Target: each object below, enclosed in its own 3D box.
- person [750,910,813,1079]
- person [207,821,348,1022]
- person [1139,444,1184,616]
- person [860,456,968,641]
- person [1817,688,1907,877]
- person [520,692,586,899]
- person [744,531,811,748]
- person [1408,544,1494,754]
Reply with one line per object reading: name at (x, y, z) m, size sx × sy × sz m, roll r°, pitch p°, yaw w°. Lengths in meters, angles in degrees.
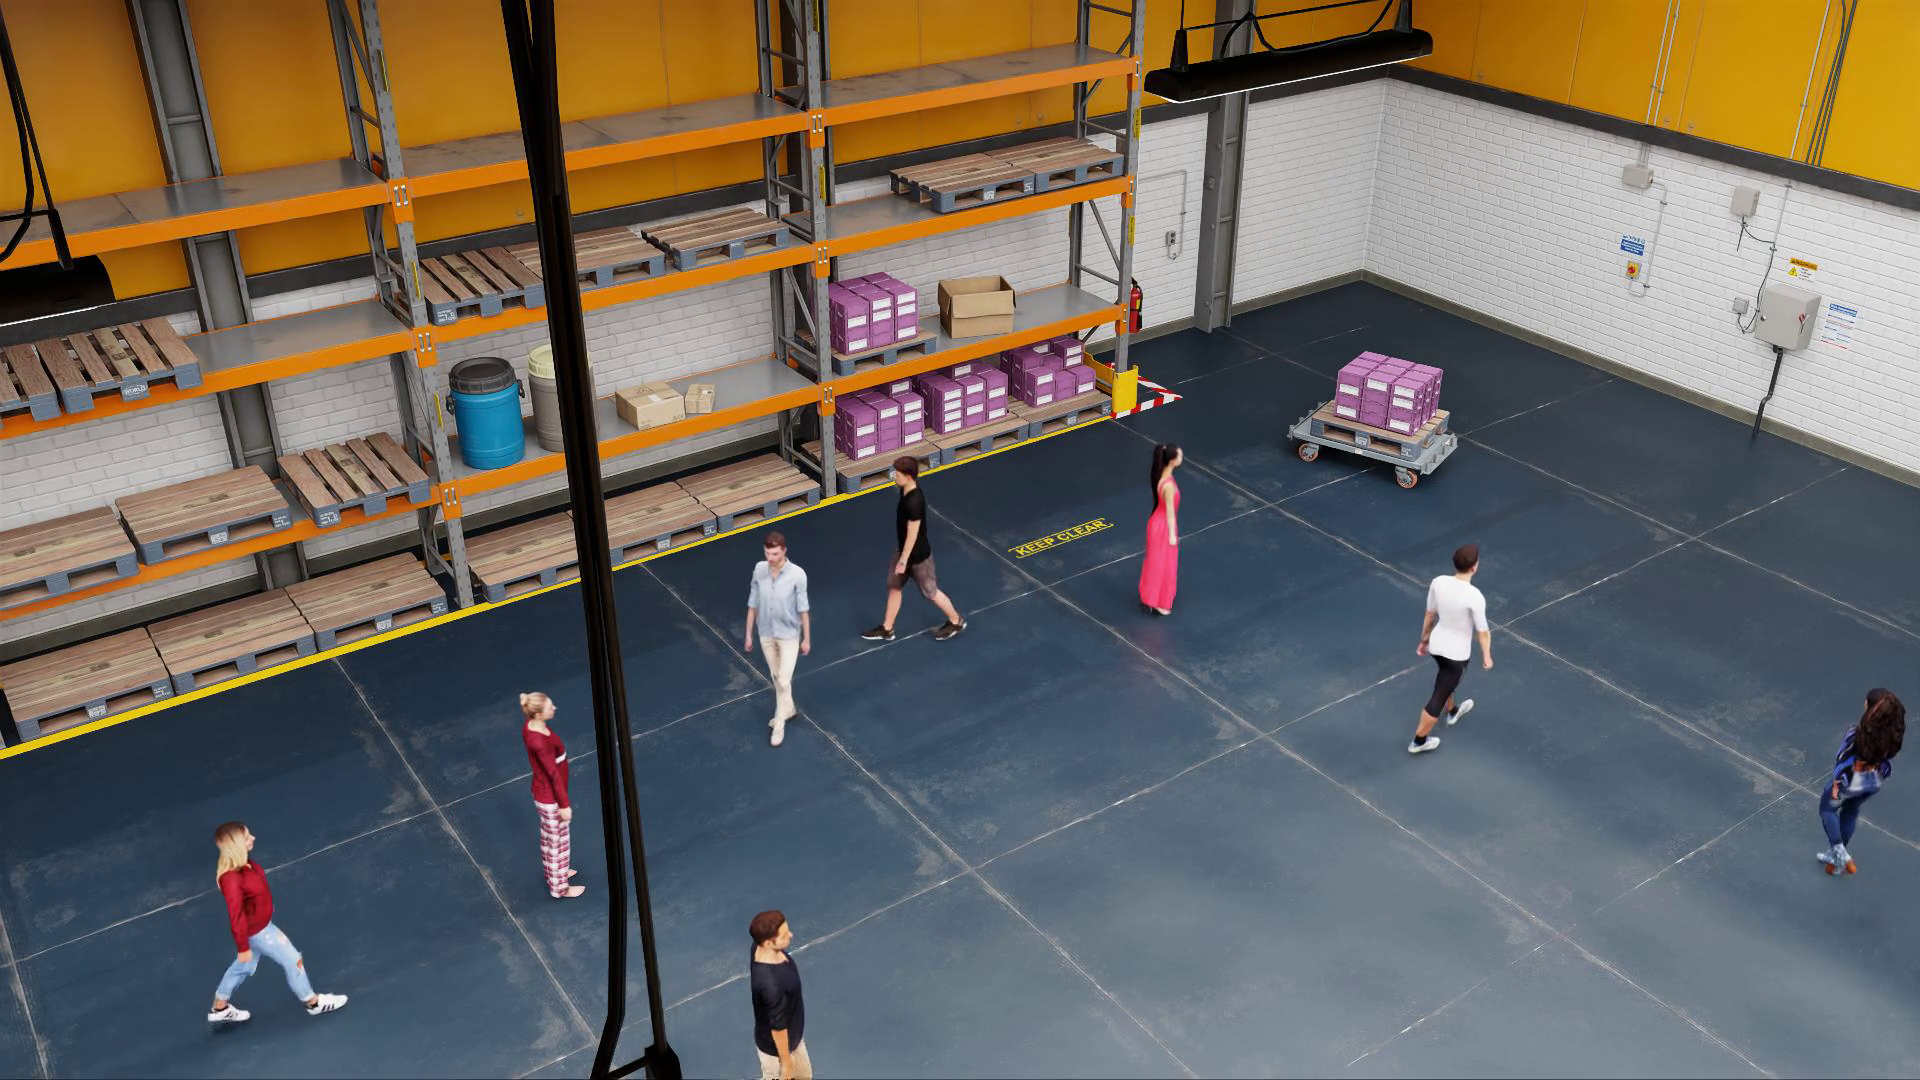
person at (-1.144, 2.896, 9.634) m, size 1.218 × 1.831 × 0.970 m, roll -5°, pitch 29°, yaw -8°
person at (-4.585, 2.490, 10.624) m, size 1.138 × 1.596 × 0.771 m, roll -11°, pitch 30°, yaw -19°
person at (1.852, -0.088, 15.221) m, size 0.734 × 1.720 × 0.729 m, roll -3°, pitch 29°, yaw -6°
person at (-0.311, 0.109, 14.742) m, size 1.271 × 1.831 × 0.908 m, roll -8°, pitch 30°, yaw -15°
person at (6.457, 1.778, 11.914) m, size 0.774 × 1.609 × 0.833 m, roll -3°, pitch 29°, yaw -5°
person at (-2.914, 1.787, 11.809) m, size 0.541 × 1.696 × 0.647 m, roll -13°, pitch 31°, yaw -23°
person at (-1.434, 0.739, 13.589) m, size 0.860 × 1.831 × 0.914 m, roll 13°, pitch 31°, yaw 22°
person at (3.851, 0.913, 13.277) m, size 1.074 × 1.823 × 0.712 m, roll -16°, pitch 32°, yaw -26°
